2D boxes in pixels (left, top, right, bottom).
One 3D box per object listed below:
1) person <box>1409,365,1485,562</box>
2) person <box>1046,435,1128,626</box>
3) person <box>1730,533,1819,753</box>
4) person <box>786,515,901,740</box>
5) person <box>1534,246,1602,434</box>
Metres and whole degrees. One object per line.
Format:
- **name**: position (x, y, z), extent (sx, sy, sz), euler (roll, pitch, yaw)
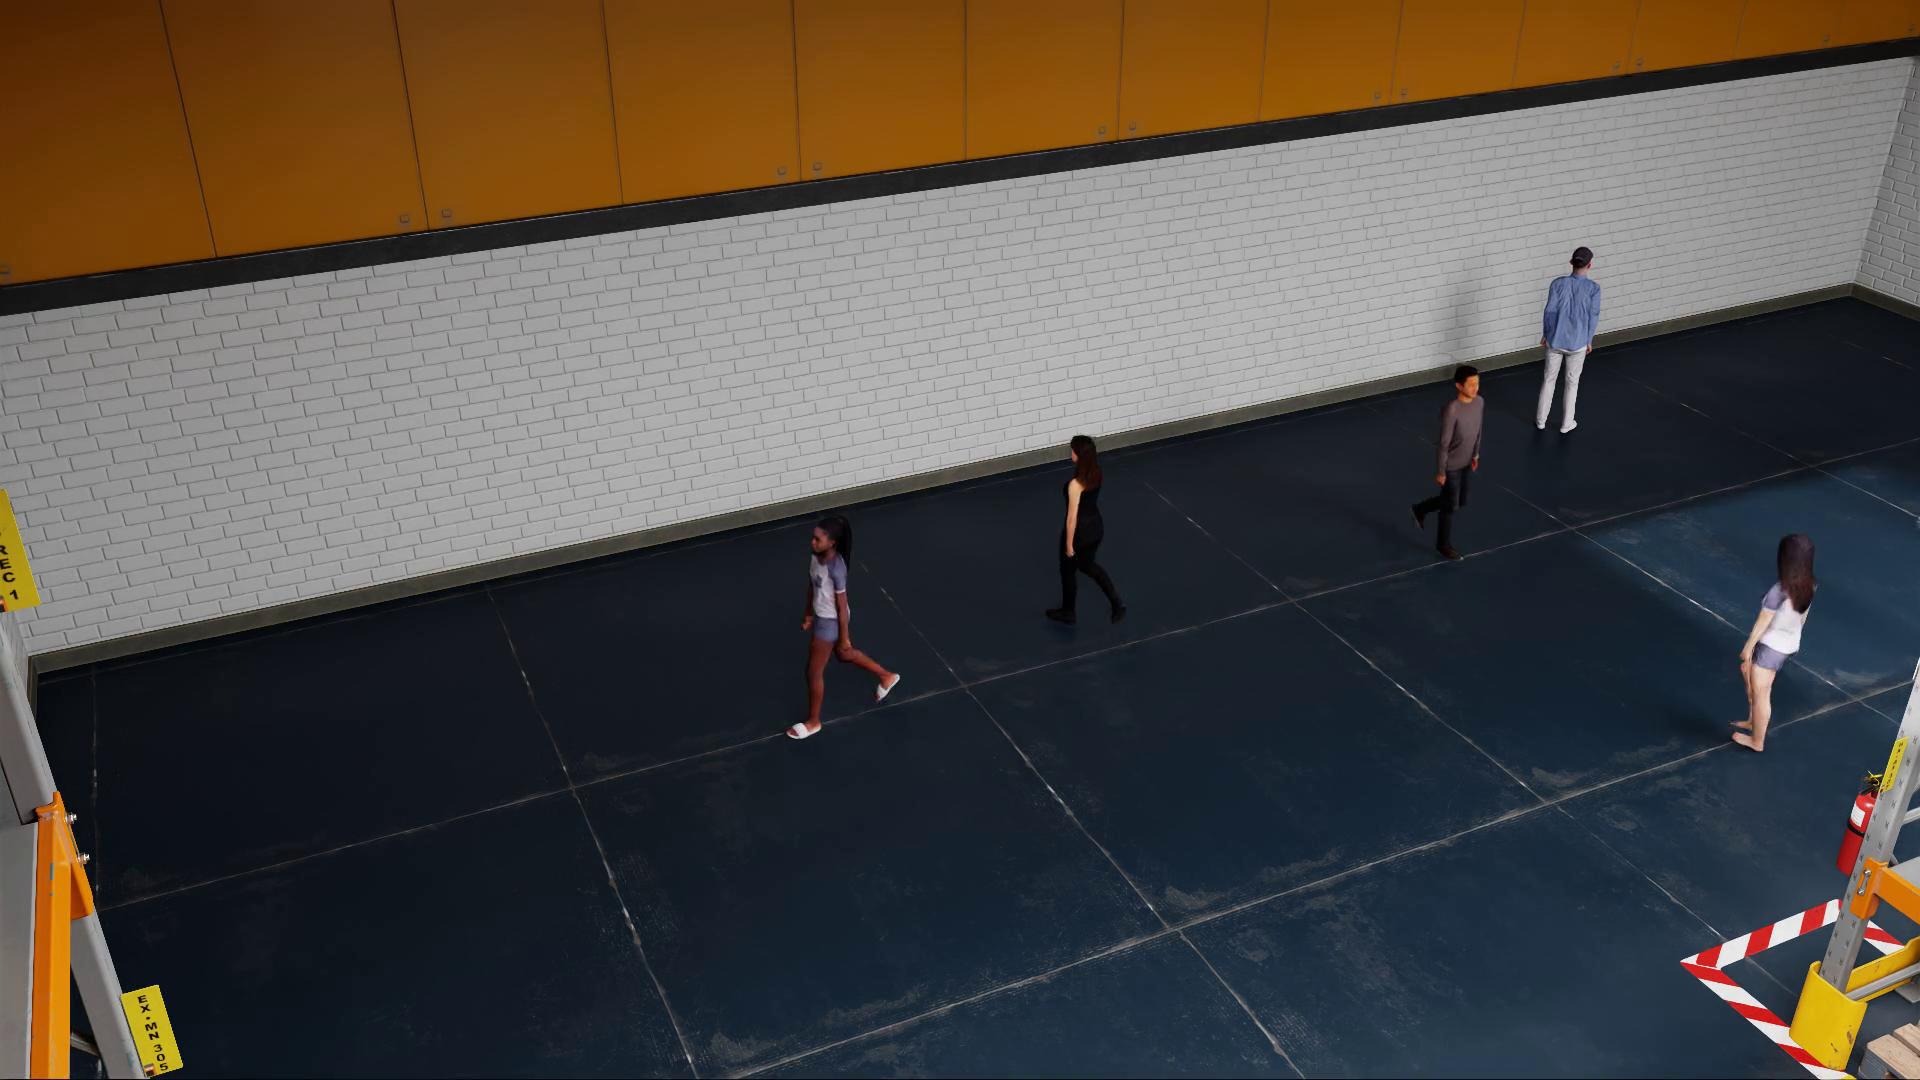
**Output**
- **person**: position (4.129, -0.691, 14.107), extent (0.788, 1.753, 0.939), euler (-18, 34, -30)
- **person**: position (1.016, -0.030, 12.978), extent (1.021, 1.674, 0.859), euler (19, 34, 30)
- **person**: position (5.710, 0.754, 11.517), extent (0.669, 1.697, 0.671), euler (-19, 34, -31)
- **person**: position (-0.839, 0.585, 11.834), extent (0.692, 1.690, 1.081), euler (-11, 31, -20)
- **person**: position (5.952, -1.966, 16.305), extent (0.711, 1.888, 0.797), euler (13, 31, 23)
